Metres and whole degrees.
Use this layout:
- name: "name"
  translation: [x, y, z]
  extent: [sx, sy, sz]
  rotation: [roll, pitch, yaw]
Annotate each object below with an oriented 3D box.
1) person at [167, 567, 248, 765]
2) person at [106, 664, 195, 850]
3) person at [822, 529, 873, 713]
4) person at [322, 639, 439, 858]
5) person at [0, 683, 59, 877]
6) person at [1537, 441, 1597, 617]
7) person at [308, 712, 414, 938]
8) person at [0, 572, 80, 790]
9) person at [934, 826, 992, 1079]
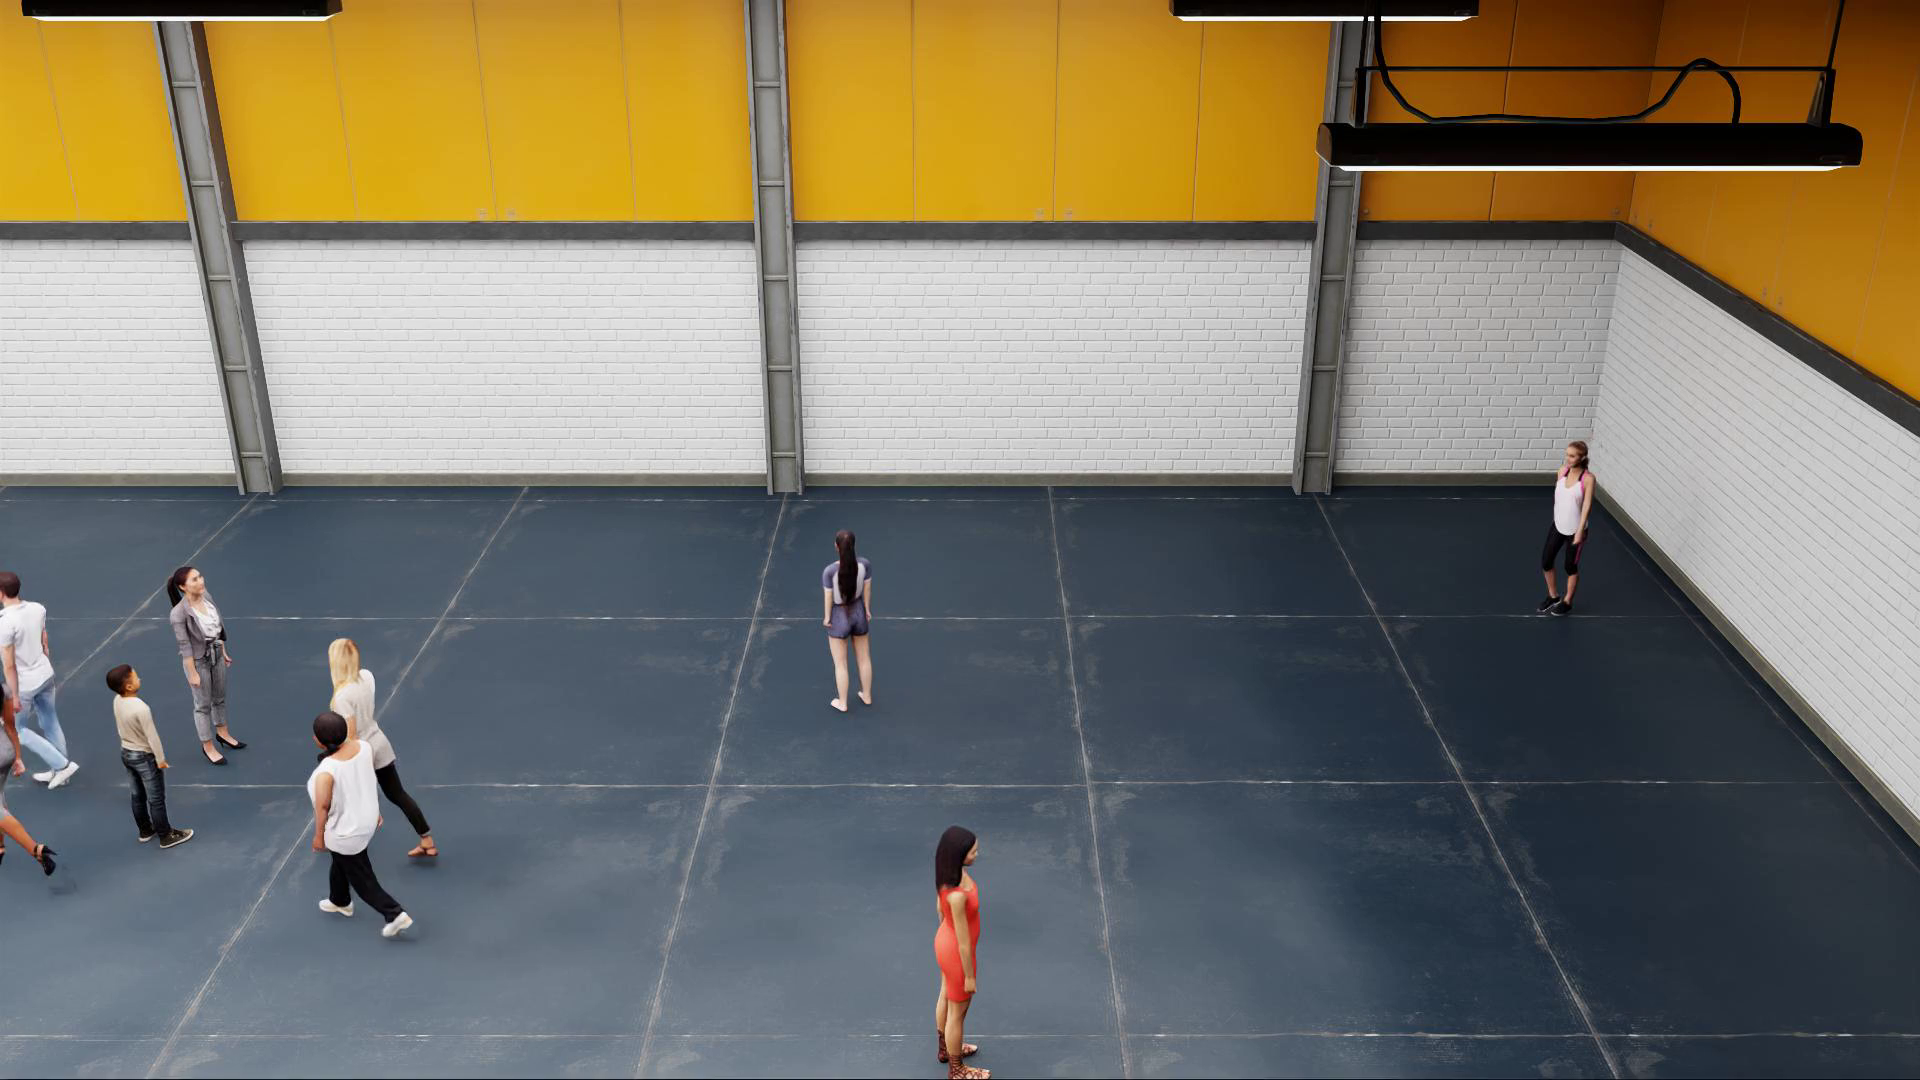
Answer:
- name: "person"
  translation: [-6.063, 0.986, 13.343]
  extent: [0.661, 1.678, 0.668]
  rotation: [5, 24, 11]
- name: "person"
  translation: [-6.032, 1.585, 12.237]
  extent: [0.590, 1.465, 0.687]
  rotation: [13, 27, 27]
- name: "person"
  translation: [-0.939, 0.676, 14.085]
  extent: [0.602, 1.650, 0.725]
  rotation: [-12, 26, -25]
- name: "person"
  translation: [-4.162, 1.557, 11.915]
  extent: [1.251, 1.774, 0.824]
  rotation: [6, 24, 13]
- name: "person"
  translation: [-6.791, 1.637, 11.773]
  extent: [1.165, 1.741, 0.954]
  rotation: [11, 26, 23]
- name: "person"
  translation: [5.838, -0.117, 15.747]
  extent: [0.800, 1.772, 0.758]
  rotation: [-16, 28, -32]
- name: "person"
  translation: [-4.075, 1.942, 11.181]
  extent: [1.144, 1.657, 0.839]
  rotation: [6, 24, 13]
- name: "person"
  translation: [-7.100, 1.110, 12.852]
  extent: [0.765, 1.843, 0.730]
  rotation: [3, 24, 6]
- name: "person"
  translation: [-0.025, 2.461, 9.910]
  extent: [0.609, 1.724, 0.637]
  rotation: [-6, 24, -14]
